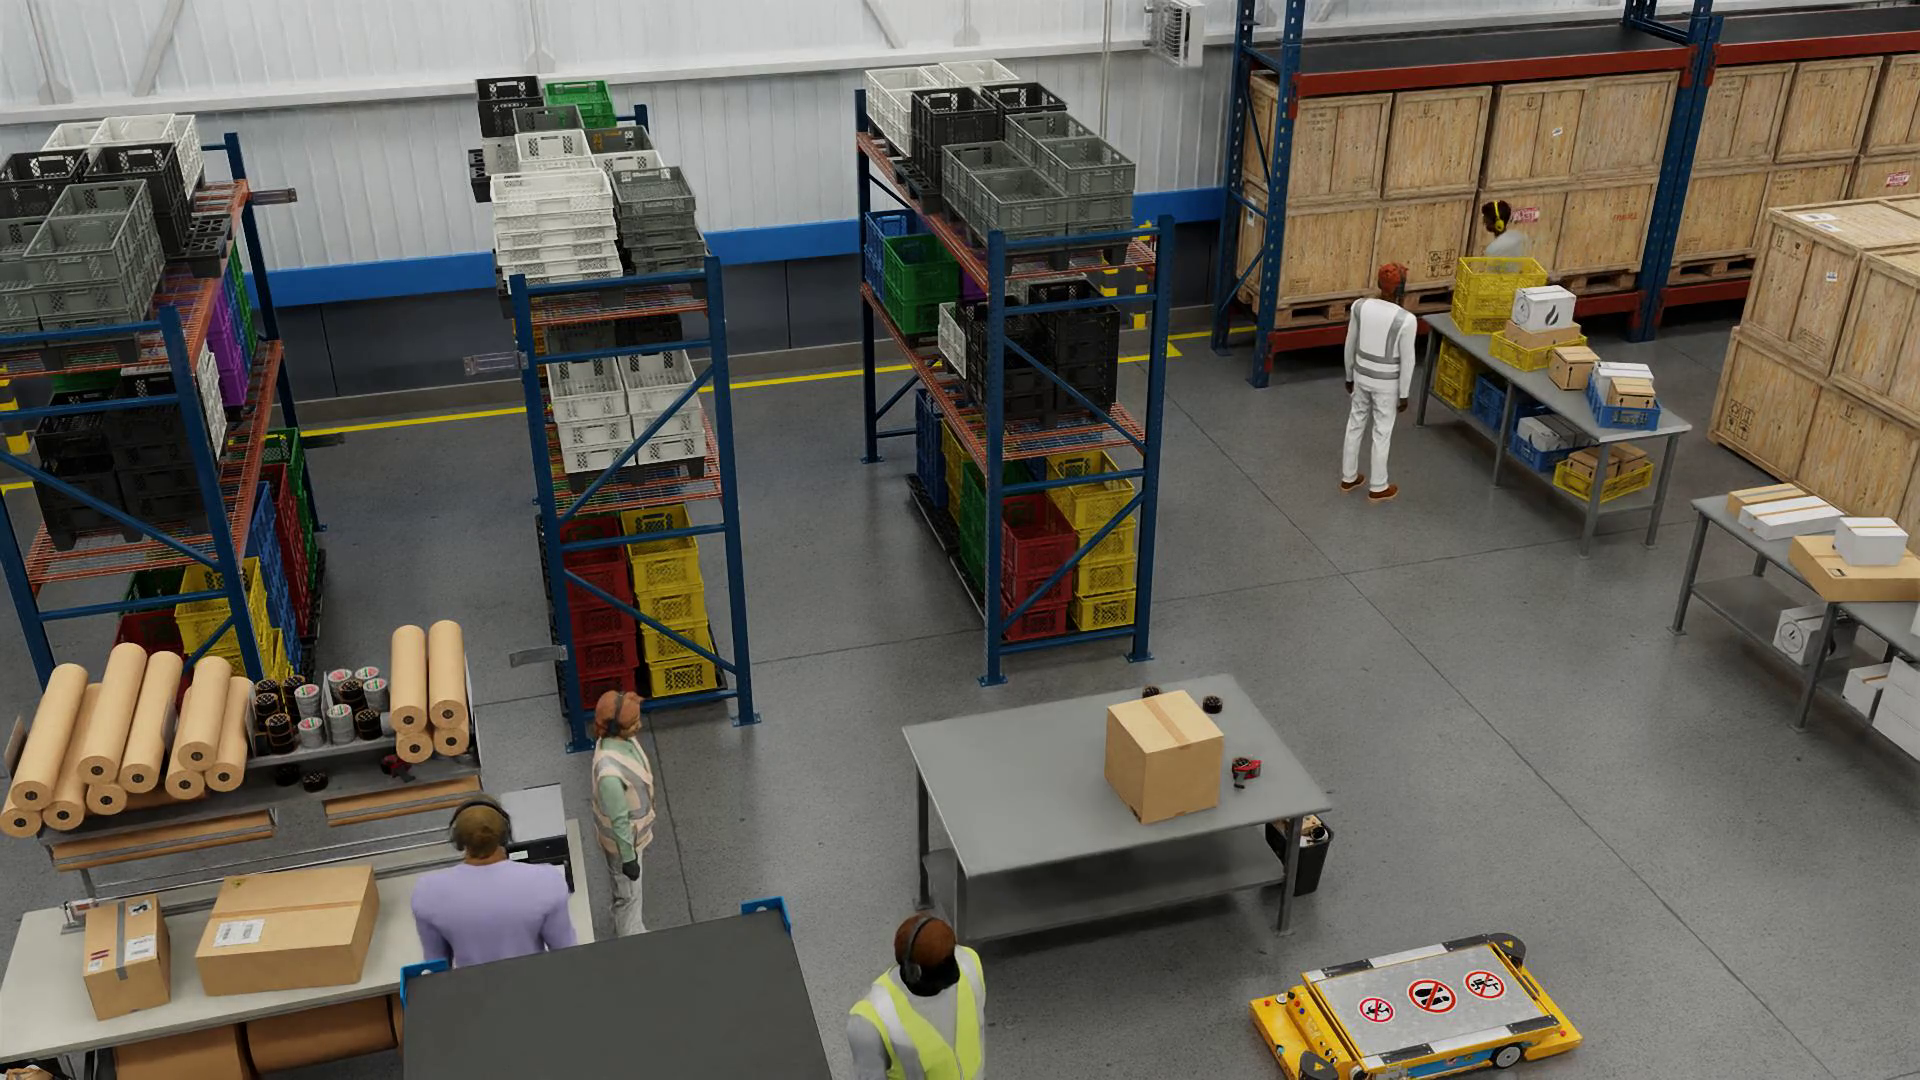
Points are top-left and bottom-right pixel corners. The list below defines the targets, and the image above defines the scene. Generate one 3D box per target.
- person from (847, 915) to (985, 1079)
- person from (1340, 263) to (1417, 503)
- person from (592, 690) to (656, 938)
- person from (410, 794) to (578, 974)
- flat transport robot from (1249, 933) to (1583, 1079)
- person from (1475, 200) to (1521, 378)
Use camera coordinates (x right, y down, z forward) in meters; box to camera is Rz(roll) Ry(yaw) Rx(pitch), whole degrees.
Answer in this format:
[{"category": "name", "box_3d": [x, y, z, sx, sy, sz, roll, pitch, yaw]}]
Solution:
[{"category": "person", "box_3d": [-0.125, 2.210, 6.494, 0.638, 1.841, 0.429, -24, 37, -36]}, {"category": "person", "box_3d": [3.175, -1.196, 12.648, 0.361, 1.882, 0.575, -24, 37, -36]}, {"category": "person", "box_3d": [-1.621, 1.436, 8.108, 0.309, 1.640, 0.514, -4, 29, -8]}, {"category": "person", "box_3d": [-1.904, 1.893, 6.985, 0.632, 1.931, 0.373, -3, 29, -5]}, {"category": "flat transport robot", "box_3d": [2.184, 2.282, 7.980, 1.431, 0.197, 0.652, -8, 30, -14]}, {"category": "person", "box_3d": [4.551, -2.017, 14.188, 0.447, 1.837, 0.542, 22, 36, 34]}]
